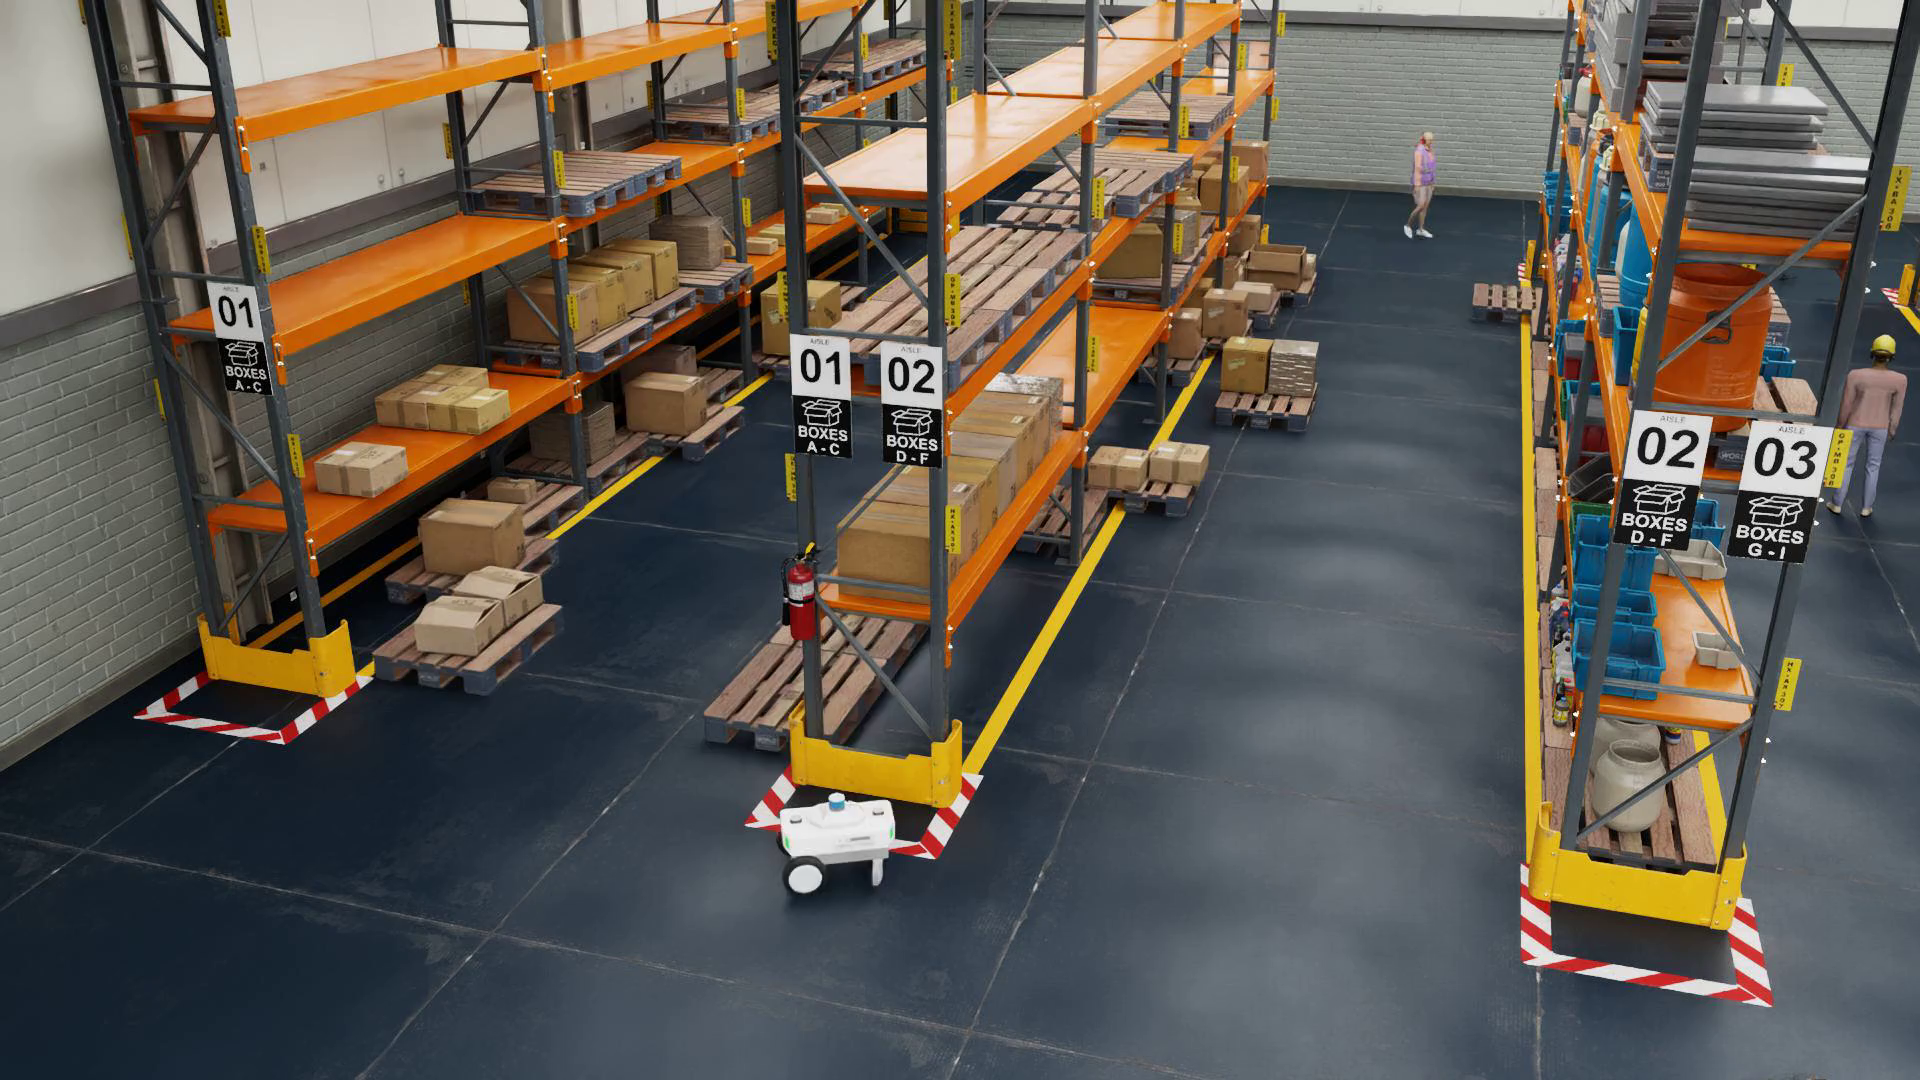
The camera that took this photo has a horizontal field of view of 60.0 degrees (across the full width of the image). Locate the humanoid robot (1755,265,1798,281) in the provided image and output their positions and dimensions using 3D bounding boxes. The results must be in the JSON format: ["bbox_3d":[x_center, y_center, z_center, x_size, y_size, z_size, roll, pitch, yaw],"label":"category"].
[{"bbox_3d":[11.892,-4.578,24.055,0.733,1.634,0.600,17,28,33],"label":"humanoid robot"}]

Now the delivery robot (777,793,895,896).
[{"bbox_3d":[-0.795,1.876,10.461,0.766,0.595,0.505,-4,24,-9],"label":"delivery robot"}]

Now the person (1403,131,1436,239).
[{"bbox_3d":[7.372,-5.656,26.493,0.502,1.688,0.373,-20,31,-39],"label":"person"}]

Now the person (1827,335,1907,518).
[{"bbox_3d":[8.605,-1.081,15.791,0.530,1.765,0.325,8,25,18],"label":"person"}]
